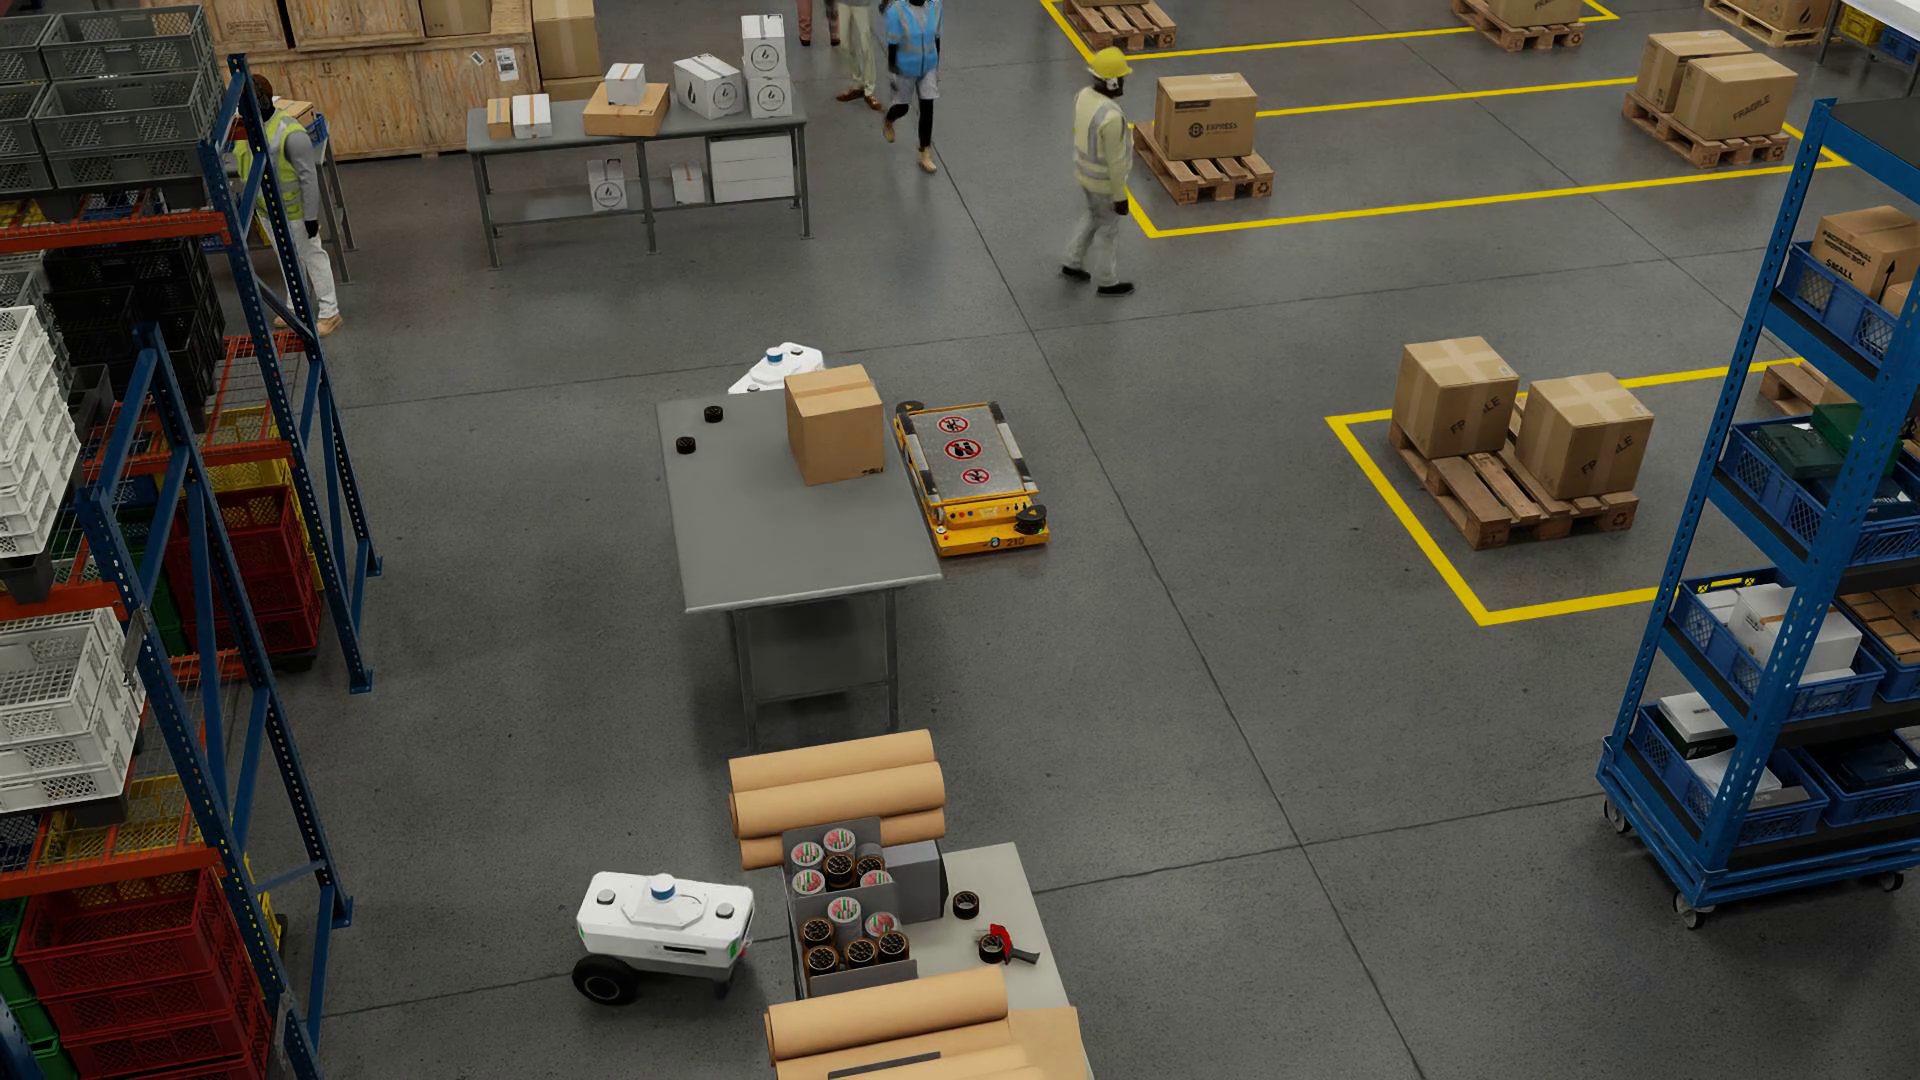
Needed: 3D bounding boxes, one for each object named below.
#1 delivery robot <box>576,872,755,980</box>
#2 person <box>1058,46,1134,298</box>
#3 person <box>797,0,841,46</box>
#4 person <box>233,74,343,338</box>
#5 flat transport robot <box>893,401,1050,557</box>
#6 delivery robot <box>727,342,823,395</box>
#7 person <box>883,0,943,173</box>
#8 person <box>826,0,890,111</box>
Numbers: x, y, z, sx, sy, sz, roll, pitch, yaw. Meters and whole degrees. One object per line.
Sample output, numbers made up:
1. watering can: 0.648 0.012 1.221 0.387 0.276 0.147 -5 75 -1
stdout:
1. delivery robot: -1.236 1.614 7.050 0.707 0.478 0.477 5 37 7
2. person: 1.014 -2.562 11.680 0.424 1.830 0.604 -11 38 -14
3. person: -1.376 -5.661 15.784 0.639 1.903 0.407 1 37 2
4. person: -4.582 -2.253 11.253 0.621 1.845 0.429 19 41 24
5. flat transport robot: 0.046 -0.430 10.108 0.652 0.197 1.431 -8 37 -10
6. delivery robot: -1.162 -0.990 10.550 0.477 0.478 0.707 17 40 21
7. person: -0.393 -3.888 13.579 0.537 1.676 0.665 -17 40 -22
8. person: -0.882 -4.649 14.476 0.678 1.848 0.391 18 40 22
